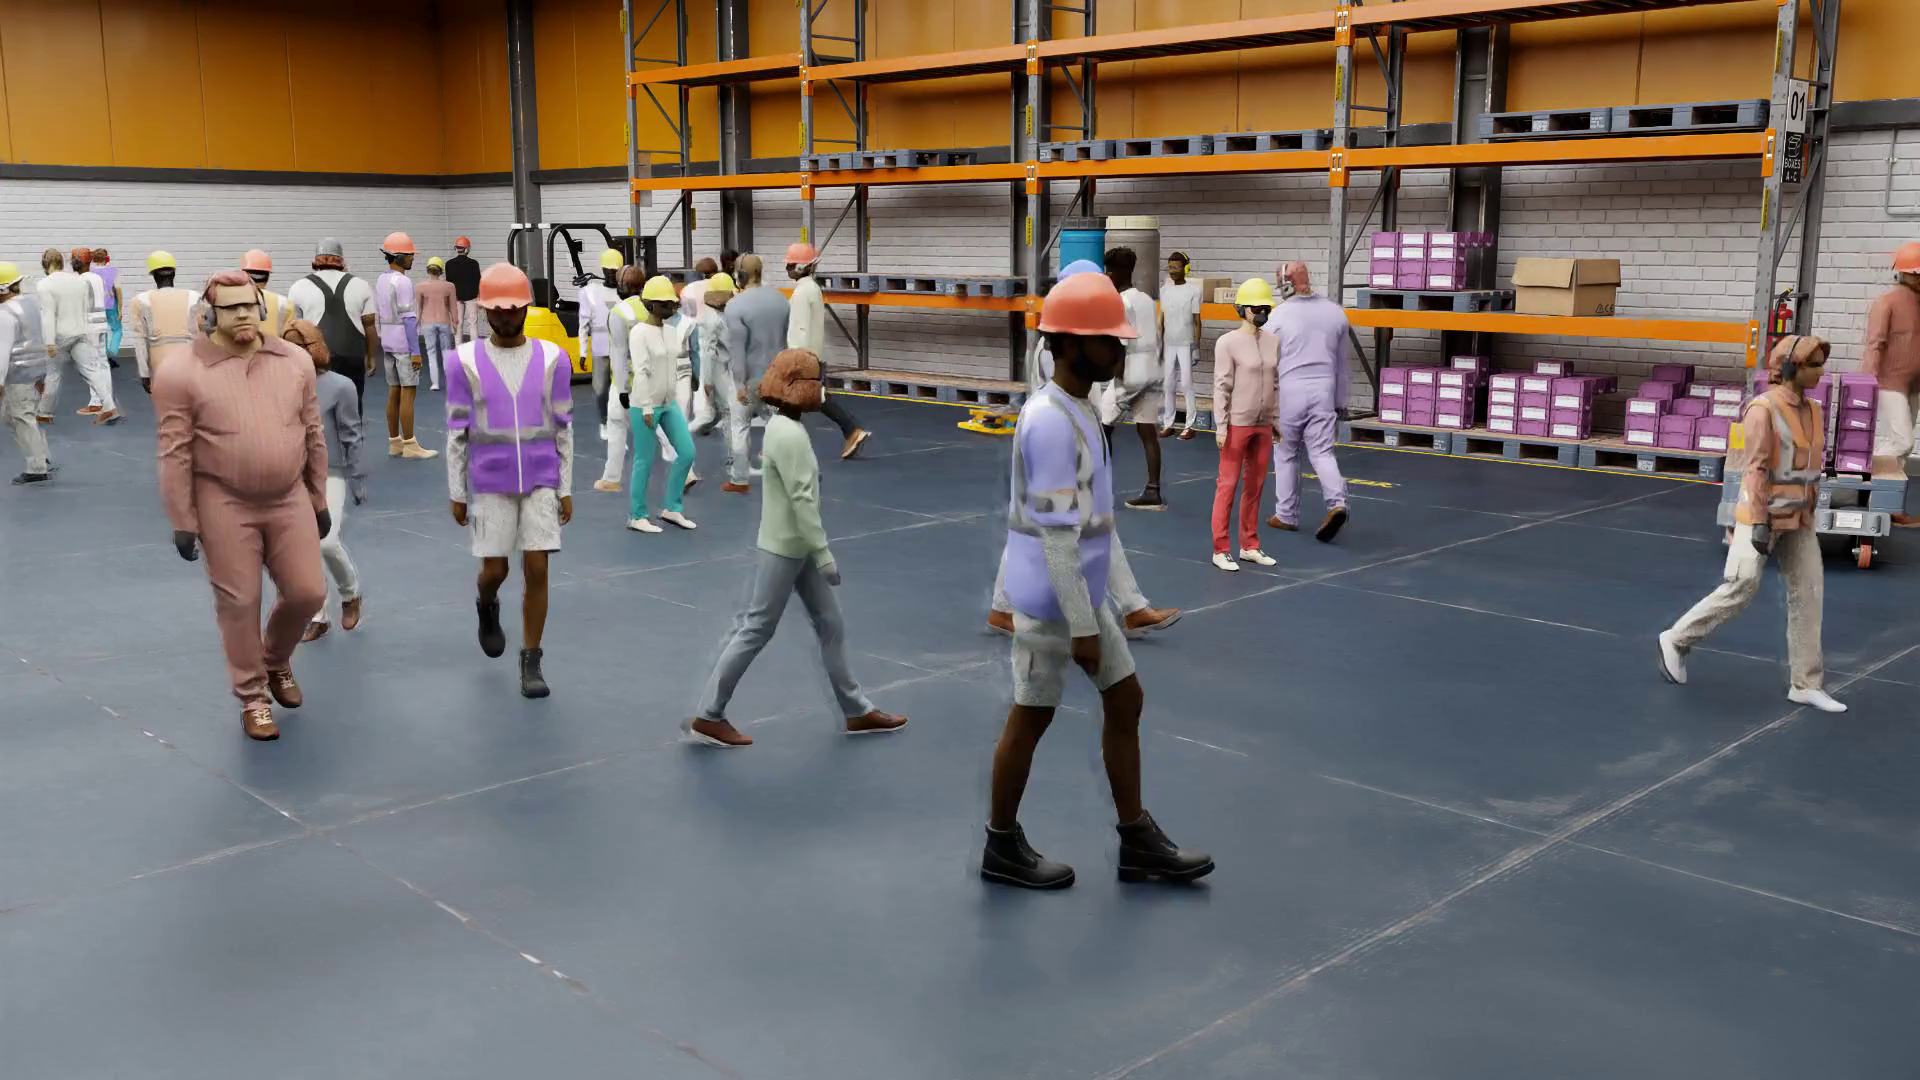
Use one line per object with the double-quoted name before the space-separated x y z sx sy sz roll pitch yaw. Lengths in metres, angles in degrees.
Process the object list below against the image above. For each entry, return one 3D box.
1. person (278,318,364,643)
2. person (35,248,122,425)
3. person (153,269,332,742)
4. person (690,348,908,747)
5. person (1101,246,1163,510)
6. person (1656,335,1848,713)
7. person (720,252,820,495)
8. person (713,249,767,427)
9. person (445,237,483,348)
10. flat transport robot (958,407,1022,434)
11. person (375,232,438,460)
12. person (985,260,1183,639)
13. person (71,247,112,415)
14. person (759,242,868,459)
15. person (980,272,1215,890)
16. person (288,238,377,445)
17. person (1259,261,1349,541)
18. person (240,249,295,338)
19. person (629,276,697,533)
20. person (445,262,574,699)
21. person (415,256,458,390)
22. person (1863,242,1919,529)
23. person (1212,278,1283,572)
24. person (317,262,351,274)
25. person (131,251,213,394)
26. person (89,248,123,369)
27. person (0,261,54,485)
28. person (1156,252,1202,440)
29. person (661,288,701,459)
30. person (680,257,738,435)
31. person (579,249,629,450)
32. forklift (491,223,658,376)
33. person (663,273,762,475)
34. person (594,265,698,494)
"person" -3.229 -0.284 8.255 0.499 1.622 0.339 1 10 5
"person" -9.493 -2.148 17.718 1.052 1.887 0.667 3 11 16
"person" -2.870 -0.142 6.726 0.662 1.889 0.448 -9 14 -41
"person" -0.677 0.038 6.582 0.868 1.590 0.502 0 10 -2
"person" 1.178 -1.189 12.309 0.808 1.930 0.619 9 14 40
"person" 3.482 -0.093 7.231 0.519 1.608 0.762 -6 12 -30
"person" -1.491 -1.245 12.742 0.644 1.903 0.934 -10 14 -44
"person" -2.325 -2.076 17.335 0.762 1.871 0.616 4 11 22
"person" -8.151 -3.985 27.415 0.608 1.989 0.386 1 10 7
"flat transport robot" 0.757 -1.261 17.248 1.431 0.197 0.652 -6 12 -29
"person" -5.027 -1.741 15.034 0.374 2.044 0.605 -9 14 -42
"person" 0.590 -0.420 8.220 1.015 1.890 0.626 4 11 21
"person" -9.875 -2.363 18.864 0.356 1.883 0.572 -1 10 -4
"person" -1.325 -1.675 14.905 0.925 1.967 0.622 2 11 8
"person" 0.434 0.166 5.005 0.856 1.902 0.566 3 11 14
"person" -5.429 -1.618 14.365 0.712 2.000 0.881 -5 12 -26
"person" 2.308 -0.927 11.120 0.673 1.864 0.880 -3 11 -14
"person" -5.430 -1.300 12.965 0.555 1.917 0.543 -7 12 -33
"person" -2.026 -0.902 11.278 0.550 1.750 0.536 6 12 29
"person" -2.006 -0.279 7.441 0.544 1.914 0.659 -4 11 -21
"person" -6.850 -2.820 21.735 0.541 1.750 0.379 -5 12 -25
"person" 6.465 -1.045 11.411 0.671 1.972 0.426 -7 12 -33
"person" 1.760 -0.696 10.089 0.534 1.767 0.319 -7 13 -34
"person" -10.066 -3.839 26.783 0.542 1.929 0.374 -10 14 -42
"person" -6.495 -1.442 13.832 0.641 1.877 0.925 -5 11 -24
"person" -12.931 -3.489 25.137 0.577 1.831 0.443 -2 11 -10
"person" -7.612 -1.330 13.416 0.431 1.814 0.588 -2 11 -12
"person" 2.173 -1.923 16.536 0.512 1.862 0.322 10 14 43
"person" -2.564 -1.457 14.779 0.512 1.594 0.922 -2 11 -9
"person" -2.532 -1.974 16.969 0.630 1.814 0.816 -1 10 -6
"person" -3.333 -1.830 15.909 0.603 1.901 0.816 -2 11 -9
"forklift" -5.316 -3.263 22.920 2.313 2.155 1.214 -10 14 -44
"person" -2.105 -1.390 14.004 0.777 1.717 0.489 -1 10 -3
"person" -2.467 -1.242 12.986 0.933 1.805 0.620 8 13 36
